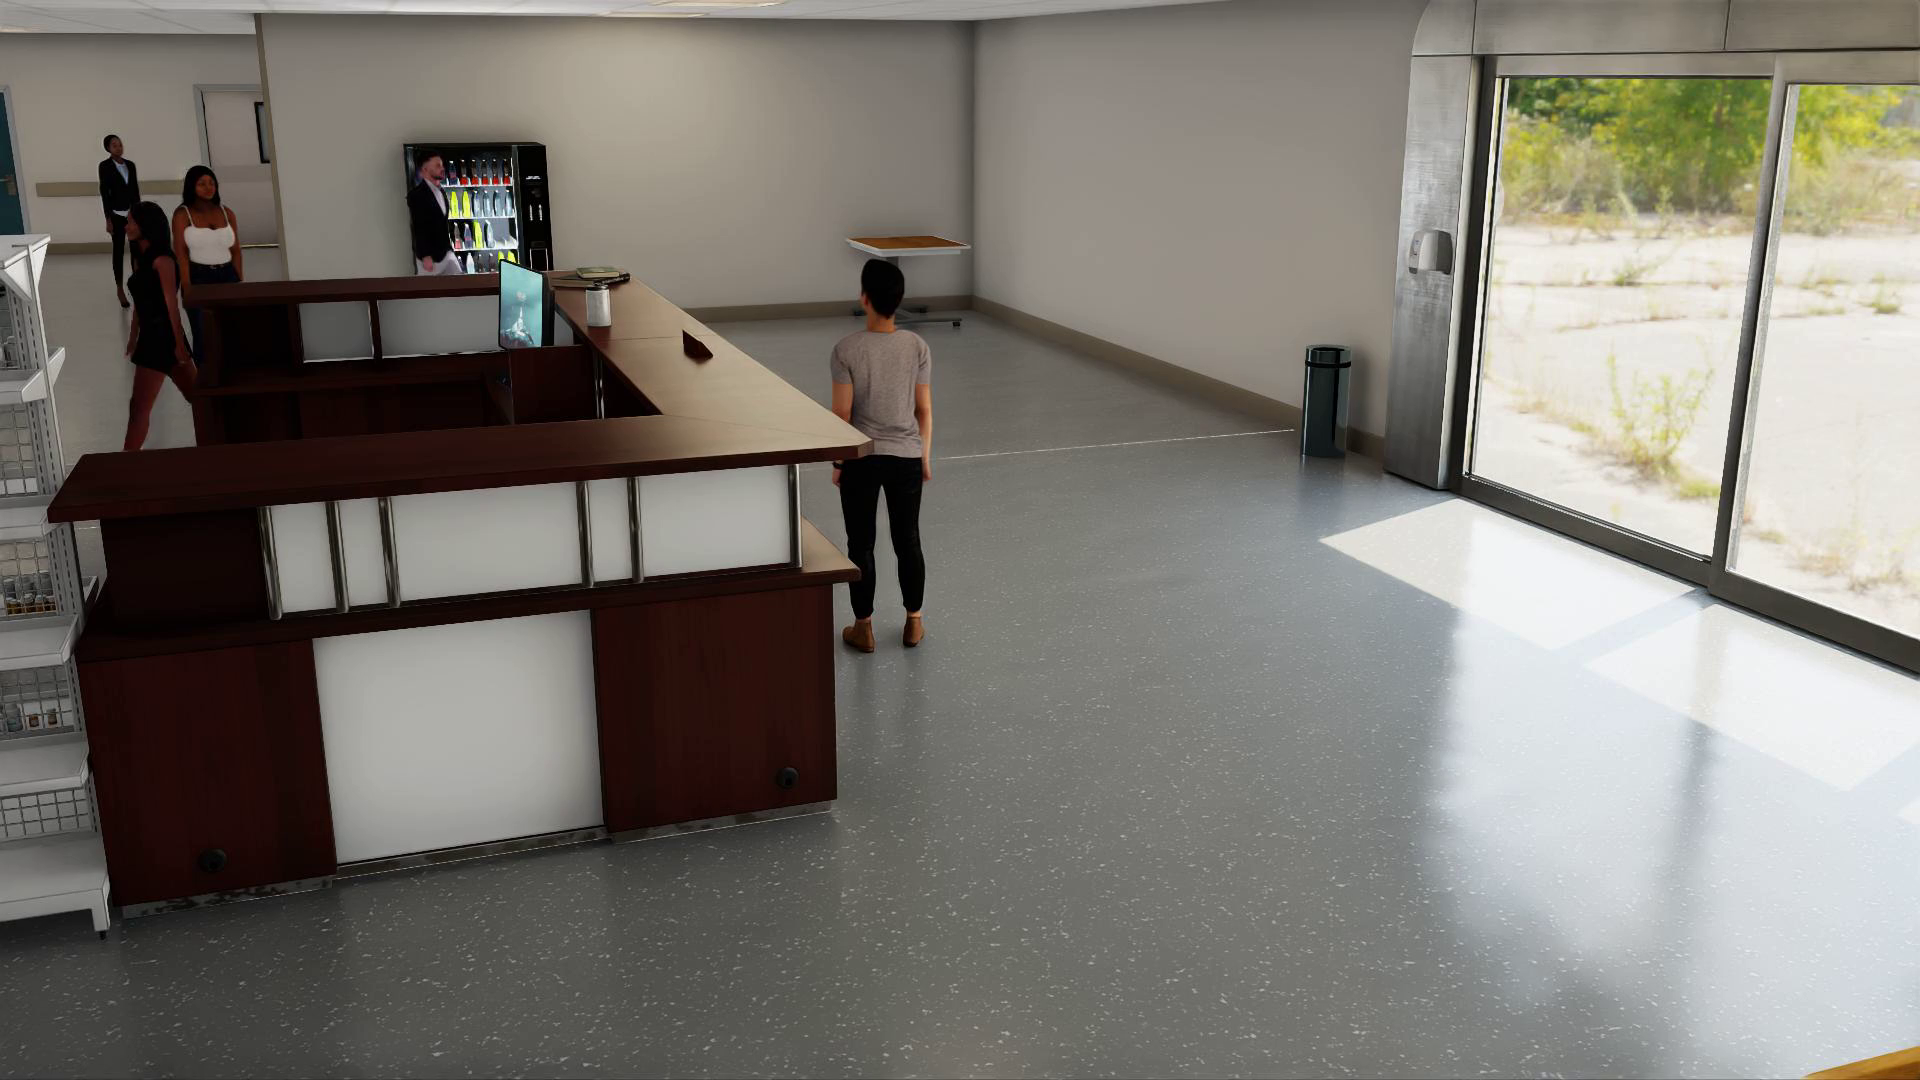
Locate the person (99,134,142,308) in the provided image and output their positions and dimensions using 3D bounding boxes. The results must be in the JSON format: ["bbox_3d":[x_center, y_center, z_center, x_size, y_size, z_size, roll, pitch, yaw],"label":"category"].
[{"bbox_3d":[-9.080,-3.470,18.078,0.749,1.834,0.663,9,18,30],"label":"person"}]

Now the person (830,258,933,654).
[{"bbox_3d":[-0.346,-0.368,7.276,0.490,1.725,0.687,-4,16,-14],"label":"person"}]

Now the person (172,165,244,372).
[{"bbox_3d":[-5.737,-1.930,12.667,0.691,1.806,0.807,-13,20,-38],"label":"person"}]

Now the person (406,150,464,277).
[{"bbox_3d":[-4.663,-2.437,14.494,1.293,1.791,1.140,4,16,15],"label":"person"}]
